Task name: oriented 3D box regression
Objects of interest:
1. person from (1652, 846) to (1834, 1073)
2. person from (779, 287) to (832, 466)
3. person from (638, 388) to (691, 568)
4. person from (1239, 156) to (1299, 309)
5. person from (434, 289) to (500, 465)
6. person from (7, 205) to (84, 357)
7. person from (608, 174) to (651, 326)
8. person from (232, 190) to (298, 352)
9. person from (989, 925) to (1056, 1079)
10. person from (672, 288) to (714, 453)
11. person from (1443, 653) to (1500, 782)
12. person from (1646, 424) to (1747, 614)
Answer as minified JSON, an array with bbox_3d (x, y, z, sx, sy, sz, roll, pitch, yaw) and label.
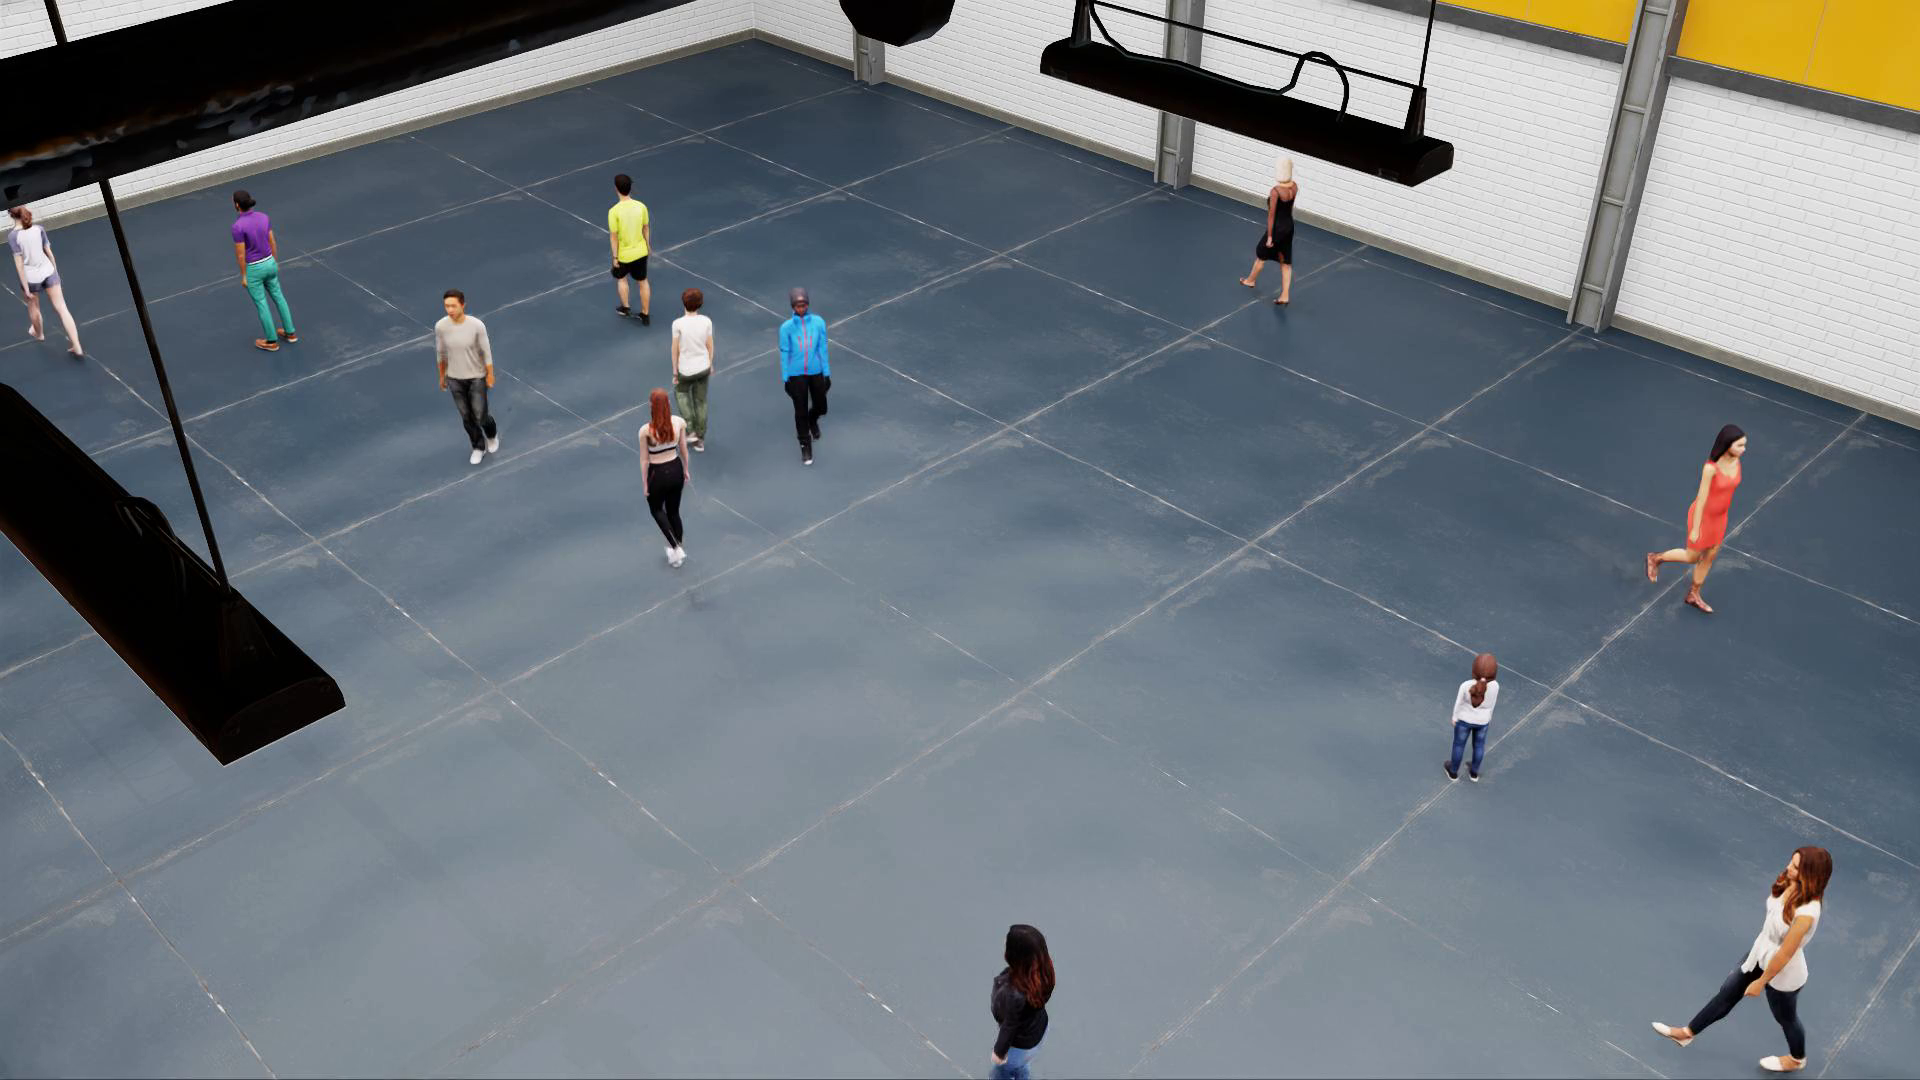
[{"bbox_3d":[4.878,2.509,9.722,1.196,1.737,1.047,5,34,7],"label":"person"},{"bbox_3d":[-1.485,-1.620,15.892,0.820,1.784,0.918,-9,35,-13],"label":"person"},{"bbox_3d":[-2.481,-0.473,14.213,0.692,1.732,0.768,-17,37,-24],"label":"person"},{"bbox_3d":[3.639,-3.404,18.647,0.744,1.704,1.054,-20,39,-28],"label":"person"},{"bbox_3d":[-4.670,-1.598,15.844,0.814,1.799,0.880,2,34,4],"label":"person"},{"bbox_3d":[-9.713,-2.735,17.632,1.165,1.715,0.668,25,41,32],"label":"person"},{"bbox_3d":[-3.585,-3.154,18.284,0.737,1.690,0.825,-19,38,-26],"label":"person"},{"bbox_3d":[-7.508,-2.910,17.848,0.636,1.767,0.669,16,37,23],"label":"person"},{"bbox_3d":[0.393,2.806,9.380,0.915,1.621,0.803,17,37,23],"label":"person"},{"bbox_3d":[-2.532,-1.592,15.983,0.704,1.636,0.730,-15,37,-22],"label":"person"},{"bbox_3d":[3.750,1.287,12.126,0.527,1.110,0.588,1,34,1],"label":"person"},{"bbox_3d":[6.145,-0.209,13.840,0.696,1.706,0.944,-21,39,-28],"label":"person"}]
